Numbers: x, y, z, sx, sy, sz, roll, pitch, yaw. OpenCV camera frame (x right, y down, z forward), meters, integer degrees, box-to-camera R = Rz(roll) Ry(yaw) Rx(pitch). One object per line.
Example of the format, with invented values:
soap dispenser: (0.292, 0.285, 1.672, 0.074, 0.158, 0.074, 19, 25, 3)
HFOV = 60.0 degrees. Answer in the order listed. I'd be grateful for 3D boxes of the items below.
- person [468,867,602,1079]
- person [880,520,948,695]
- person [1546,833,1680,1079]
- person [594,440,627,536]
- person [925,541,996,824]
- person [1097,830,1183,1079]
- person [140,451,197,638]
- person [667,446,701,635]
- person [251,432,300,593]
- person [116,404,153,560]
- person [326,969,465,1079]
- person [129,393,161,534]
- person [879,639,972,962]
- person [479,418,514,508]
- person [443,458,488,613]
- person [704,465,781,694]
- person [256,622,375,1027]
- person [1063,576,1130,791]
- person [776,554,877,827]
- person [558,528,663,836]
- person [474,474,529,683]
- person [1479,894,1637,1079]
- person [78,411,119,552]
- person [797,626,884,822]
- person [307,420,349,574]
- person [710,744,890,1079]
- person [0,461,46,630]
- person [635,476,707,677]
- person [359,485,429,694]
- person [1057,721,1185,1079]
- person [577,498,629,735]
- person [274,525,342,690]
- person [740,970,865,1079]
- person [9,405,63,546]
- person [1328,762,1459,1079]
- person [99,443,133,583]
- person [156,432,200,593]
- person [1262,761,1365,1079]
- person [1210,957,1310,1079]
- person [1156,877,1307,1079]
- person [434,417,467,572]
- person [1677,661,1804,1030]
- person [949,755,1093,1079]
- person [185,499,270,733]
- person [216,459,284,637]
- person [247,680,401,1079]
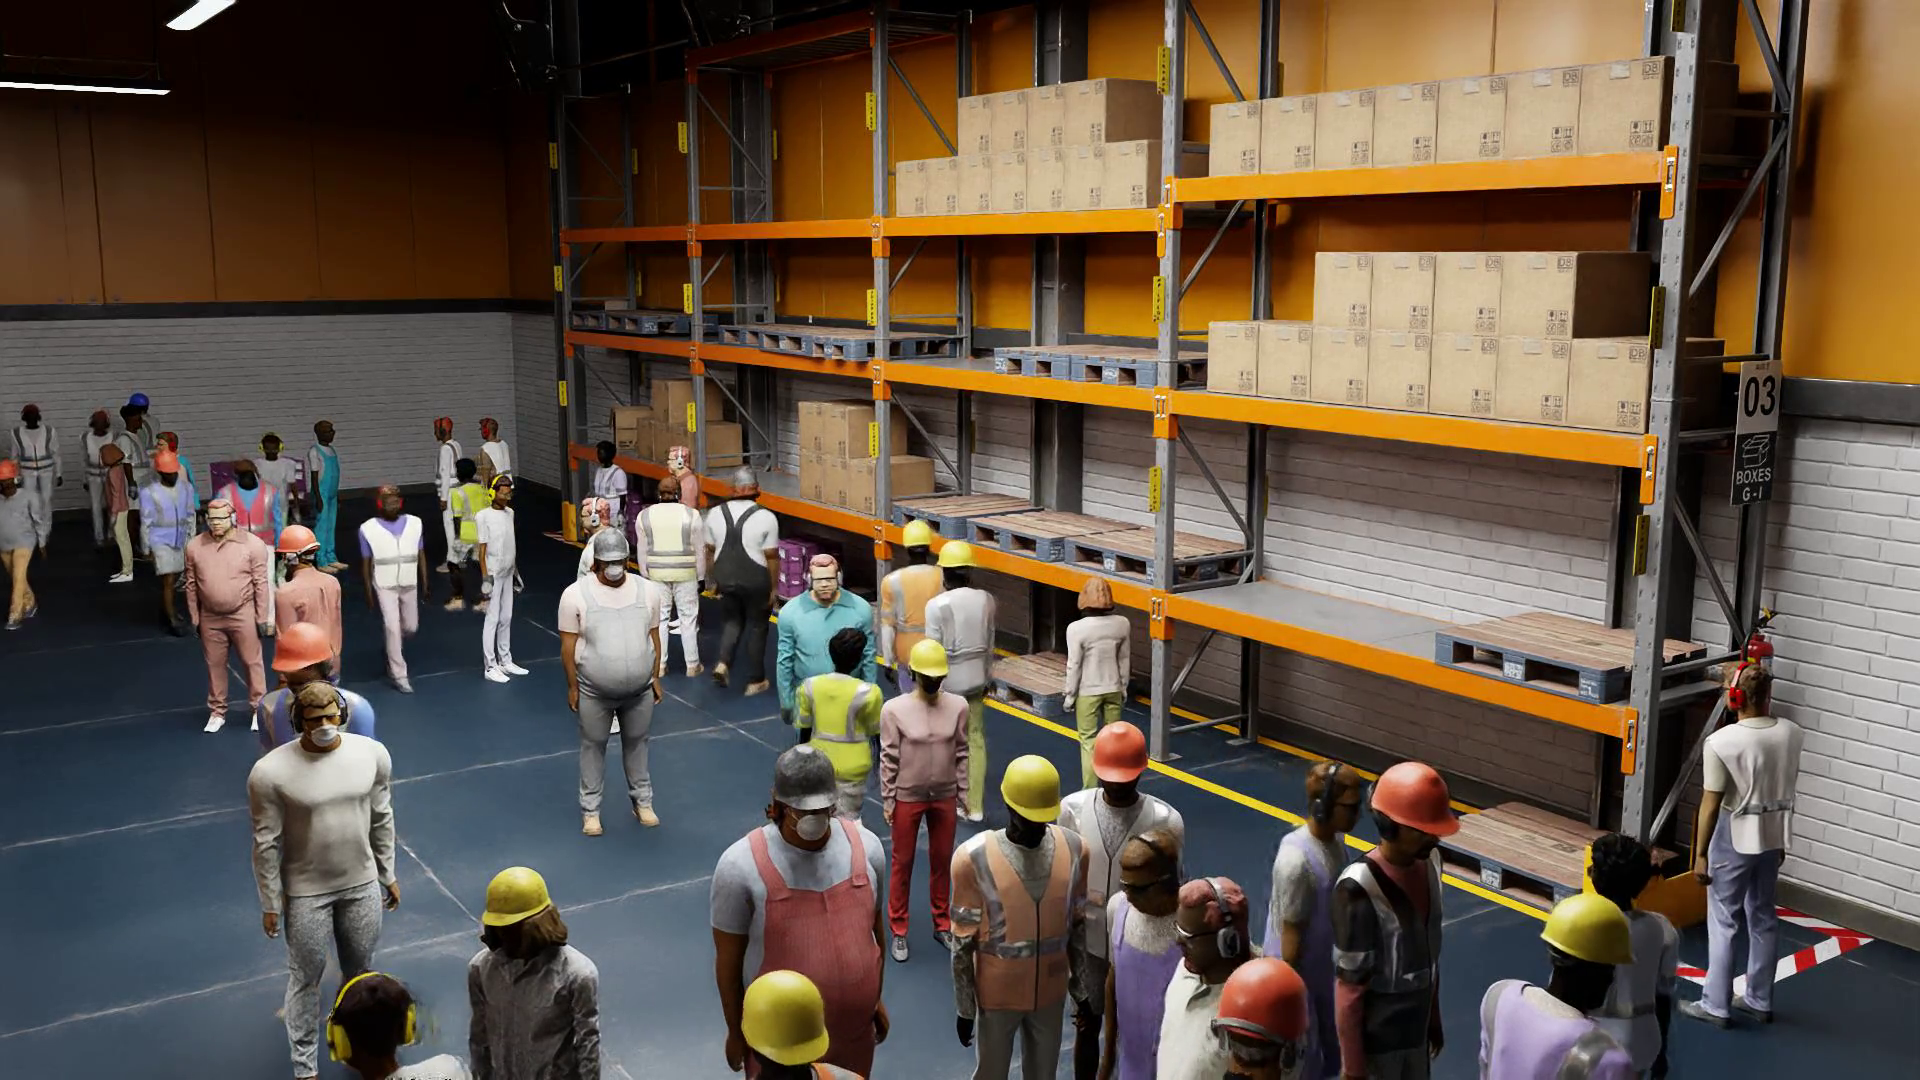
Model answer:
person: (-1.482, 1.963, 5.809, 0.488, 1.736, 0.360, 2, 10, 13)
person: (-0.280, 0.809, 12.036, 0.600, 1.913, 0.616, -2, 10, -9)
person: (2.419, 1.912, 6.328, 0.534, 1.644, 0.872, -5, 11, -28)
person: (-4.053, -0.292, 19.264, 0.540, 1.652, 0.317, 9, 13, 43)
person: (-0.057, 0.944, 11.255, 0.624, 1.901, 0.704, -7, 12, -36)
person: (0.788, 1.885, 6.058, 0.608, 1.806, 0.531, -9, 13, -43)
person: (-8.011, 0.024, 16.790, 0.713, 1.885, 0.553, 6, 11, 30)
person: (-2.817, -0.004, 16.837, 0.409, 1.908, 0.639, -2, 10, -11)
person: (-7.815, -0.328, 18.963, 0.504, 1.837, 0.551, -5, 11, -27)
person: (-10.371, -0.729, 20.913, 0.366, 1.967, 0.603, -3, 10, -17)
person: (-1.575, 2.106, 4.658, 0.377, 1.850, 0.648, 4, 10, 23)
person: (-11.186, -1.054, 22.884, 0.409, 1.943, 0.614, -1, 10, -4)
person: (-0.181, 1.397, 9.025, 0.522, 1.768, 0.314, -4, 10, -21)
person: (-5.694, -0.582, 20.448, 0.397, 1.836, 0.564, 2, 10, 12)
person: (-5.290, -0.043, 17.746, 0.642, 1.671, 0.550, 5, 11, 26)
person: (-1.838, 0.337, 14.438, 0.700, 2.000, 0.549, 4, 10, 20)
person: (-3.169, 1.399, 8.217, 0.634, 2.040, 0.394, 1, 10, 6)
person: (0.938, 1.059, 11.393, 0.502, 1.632, 0.279, -5, 11, -26)
person: (-0.865, 1.023, 10.846, 0.652, 1.900, 0.397, -2, 10, -10)
person: (-2.267, 0.924, 10.995, 0.682, 2.000, 0.537, -5, 11, -27)
person: (-4.125, 0.335, 14.973, 0.328, 1.865, 0.518, 4, 10, 20)
person: (1.820, 1.998, 5.080, 0.400, 1.913, 0.592, -4, 10, -22)
person: (-11.112, -0.764, 21.569, 0.579, 1.814, 0.994, -3, 10, -16)
person: (-0.645, 1.320, 9.754, 0.532, 1.666, 0.745, 5, 11, 29)
person: (-7.632, -0.523, 20.057, 0.344, 1.847, 0.504, 1, 10, 6)
person: (-0.546, 1.745, 6.178, 0.689, 2.000, 0.539, -5, 11, -27)
person: (-9.812, 0.027, 17.252, 0.574, 1.710, 0.924, -1, 10, -6)
person: (-2.598, 0.333, 15.064, 0.624, 1.840, 0.429, 0, 10, 1)
person: (-5.014, 0.403, 14.687, 0.566, 1.831, 0.741, -8, 13, -41)
person: (0.648, 1.679, 6.917, 0.550, 1.925, 0.388, 3, 10, 18)
person: (-2.861, 0.602, 13.300, 0.399, 1.902, 0.643, 1, 10, 6)
person: (-4.473, 0.882, 11.414, 0.408, 1.987, 0.614, 2, 10, 14)
person: (-0.484, 2.080, 4.546, 0.591, 1.925, 0.389, -6, 11, -31)
person: (-12.152, -0.846, 21.920, 0.590, 1.847, 0.870, -6, 11, -30)
person: (1.581, 1.776, 6.037, 0.403, 2.031, 0.613, 9, 13, 44)
person: (-9.888, -0.321, 19.501, 0.289, 1.633, 0.497, -4, 10, -21)
person: (-8.889, -0.328, 18.958, 0.393, 1.836, 0.561, -8, 13, -40)
person: (1.365, 1.757, 6.733, 0.484, 1.826, 0.539, 8, 12, 38)
person: (0.728, 2.095, 4.358, 0.667, 1.961, 0.704, 4, 11, 24)
person: (0.801, 1.977, 5.253, 0.402, 1.896, 0.652, -3, 10, -19)
person: (-6.183, -0.554, 20.154, 0.363, 1.878, 0.585, -1, 10, -5)
person: (3.861, 1.507, 8.176, 0.562, 1.835, 0.400, -3, 10, -19)
person: (0.250, 1.755, 6.476, 0.585, 1.918, 0.379, -4, 10, -23)
person: (-5.843, 0.608, 13.289, 0.641, 1.900, 0.398, -1, 10, -6)
person: (-7.162, 0.063, 16.826, 0.615, 1.789, 1.003, -4, 10, -21)
person: (-2.841, 1.570, 7.498, 0.638, 1.938, 0.357, -8, 12, -39)
